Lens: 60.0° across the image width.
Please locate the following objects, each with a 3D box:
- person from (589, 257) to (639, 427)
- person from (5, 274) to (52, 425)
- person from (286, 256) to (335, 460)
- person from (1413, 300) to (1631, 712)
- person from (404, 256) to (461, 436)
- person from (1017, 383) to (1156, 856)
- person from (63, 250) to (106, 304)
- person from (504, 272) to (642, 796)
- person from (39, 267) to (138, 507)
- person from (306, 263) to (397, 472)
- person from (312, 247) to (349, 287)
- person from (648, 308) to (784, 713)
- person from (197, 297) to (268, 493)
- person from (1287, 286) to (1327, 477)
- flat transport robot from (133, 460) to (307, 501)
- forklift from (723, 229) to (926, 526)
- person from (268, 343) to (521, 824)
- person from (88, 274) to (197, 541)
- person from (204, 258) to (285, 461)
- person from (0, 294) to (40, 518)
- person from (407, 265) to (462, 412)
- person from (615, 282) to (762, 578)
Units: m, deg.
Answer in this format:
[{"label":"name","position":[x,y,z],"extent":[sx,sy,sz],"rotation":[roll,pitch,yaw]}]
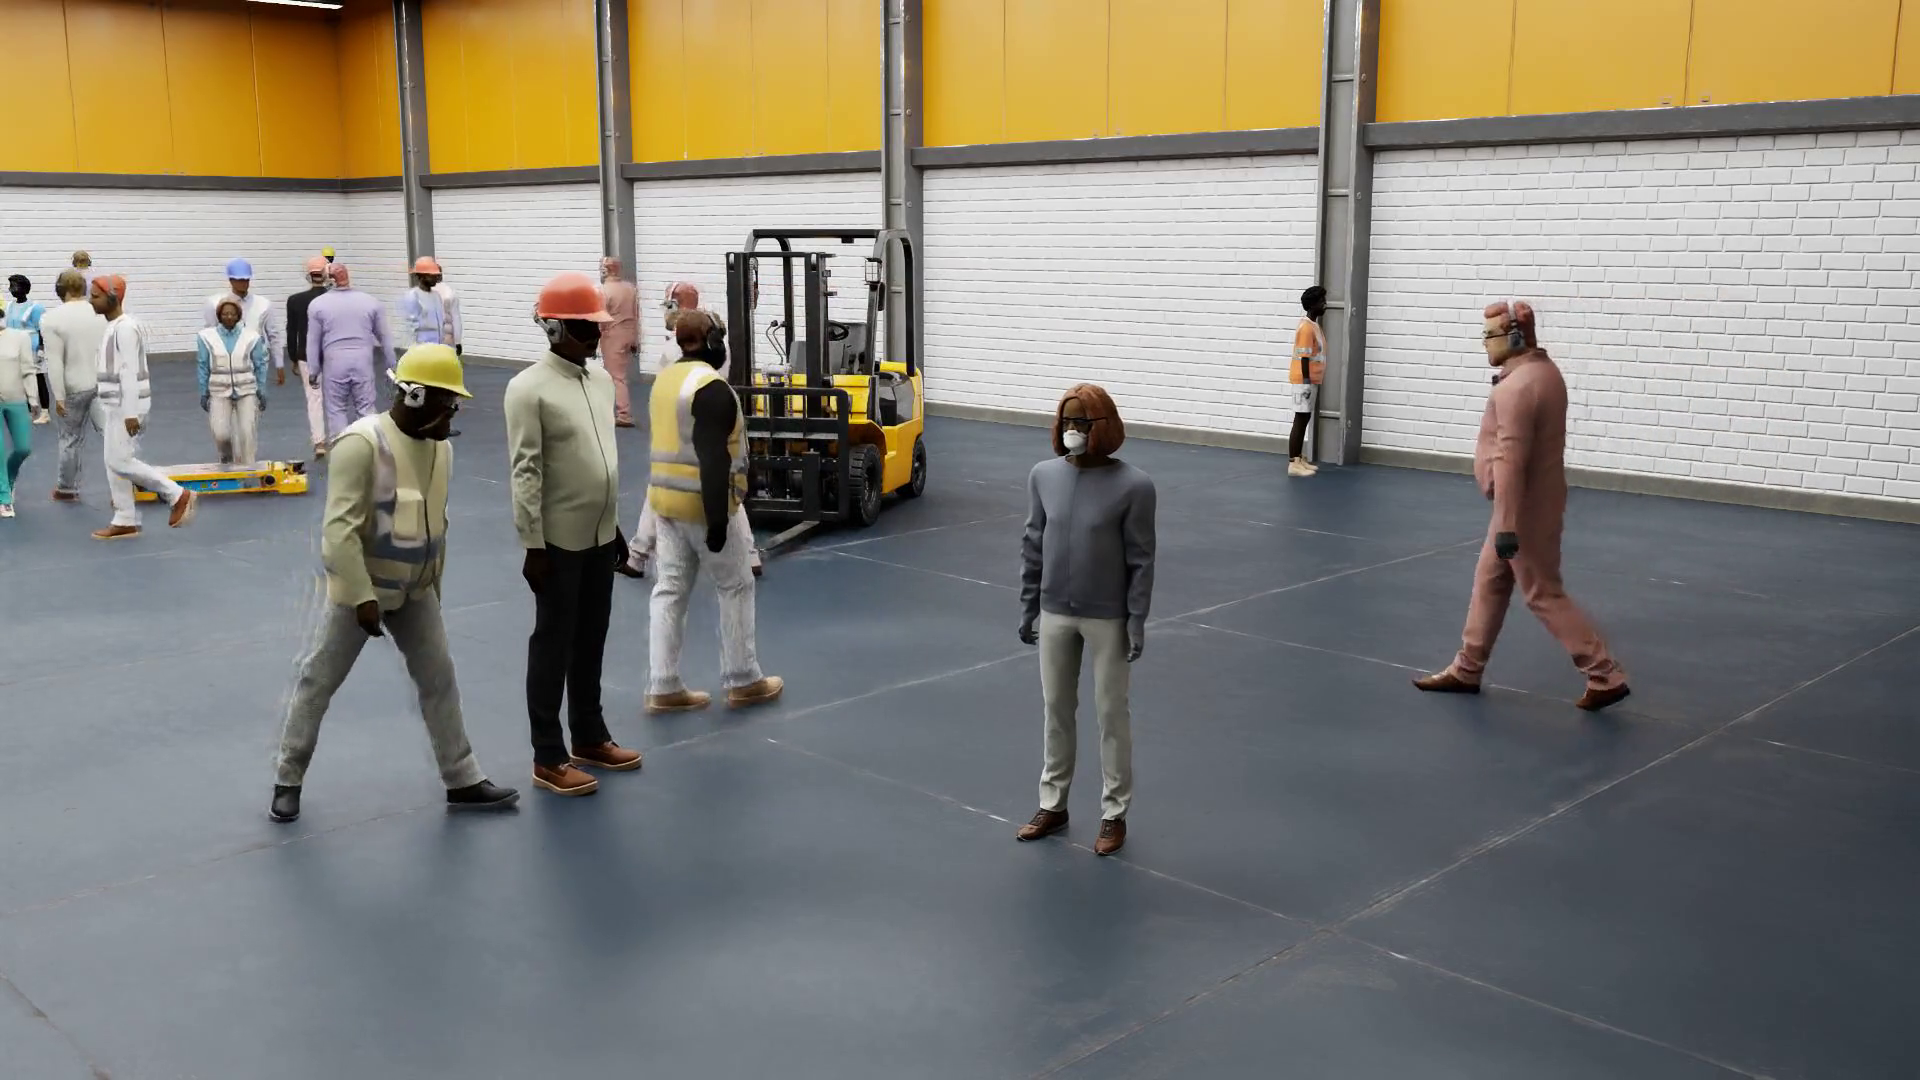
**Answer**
[{"label":"person","position":[-3.939,-2.196,18.525],"extent":[0.689,1.883,0.680],"rotation":[4,11,21]},{"label":"person","position":[-10.529,-2.141,18.755],"extent":[0.529,1.697,0.321],"rotation":[3,11,17]},{"label":"person","position":[-6.147,-1.754,16.017],"extent":[0.602,1.944,1.054],"rotation":[-4,11,-22]},{"label":"person","position":[2.584,-0.148,7.479],"extent":[0.928,1.857,0.644],"rotation":[5,12,25]},{"label":"person","position":[-5.714,-2.058,17.716],"extent":[0.748,1.916,0.549],"rotation":[3,11,18]},{"label":"person","position":[0.430,0.271,5.776],"extent":[0.500,1.633,0.282],"rotation":[6,12,29]},{"label":"person","position":[-11.700,-2.914,22.330],"extent":[0.370,1.934,0.627],"rotation":[9,14,42]},{"label":"person","position":[-1.482,-0.030,6.434],"extent":[0.393,1.991,0.626],"rotation":[4,11,21]},{"label":"person","position":[-6.866,-1.190,13.084],"extent":[1.033,1.894,0.640],"rotation":[8,13,36]},{"label":"person","position":[-5.500,-1.551,15.053],"extent":[0.788,1.889,0.399],"rotation":[-6,12,-31]},{"label":"person","position":[-10.843,-4.079,28.699],"extent":[0.594,1.924,0.373],"rotation":[-5,12,-27]},{"label":"person","position":[-1.142,-0.133,7.525],"extent":[0.727,1.803,0.661],"rotation":[-8,13,-38]},{"label":"person","position":[-6.014,-1.198,13.782],"extent":[0.530,1.623,0.383],"rotation":[-5,11,-24]},{"label":"person","position":[3.089,-1.409,14.792],"extent":[0.321,1.691,0.530],"rotation":[3,11,17]},{"label":"flat transport robot","position":[-6.149,-0.497,13.681],"extent":[1.431,0.197,0.652],"rotation":[-4,11,-22]},{"label":"forklift","position":[-1.050,-1.319,12.920],"extent":[1.214,2.155,2.313],"rotation":[2,11,13]},{"label":"person","position":[-2.145,0.159,6.101],"extent":[0.887,1.762,0.646],"rotation":[5,11,24]},{"label":"person","position":[-5.804,-0.926,11.667],"extent":[0.605,1.865,0.591],"rotation":[-8,13,-36]},{"label":"person","position":[-6.387,-1.553,14.939],"extent":[0.645,1.913,0.866],"rotation":[-8,13,-37]},{"label":"person","position":[-7.392,-1.070,12.783],"extent":[0.518,1.741,0.654],"rotation":[-10,14,-43]},{"label":"person","position":[-6.205,-2.371,19.735],"extent":[0.657,1.791,0.941],"rotation":[-1,10,-5]},{"label":"person","position":[-1.694,-0.656,10.286],"extent":[1.032,1.856,0.641],"rotation":[3,11,17]}]
